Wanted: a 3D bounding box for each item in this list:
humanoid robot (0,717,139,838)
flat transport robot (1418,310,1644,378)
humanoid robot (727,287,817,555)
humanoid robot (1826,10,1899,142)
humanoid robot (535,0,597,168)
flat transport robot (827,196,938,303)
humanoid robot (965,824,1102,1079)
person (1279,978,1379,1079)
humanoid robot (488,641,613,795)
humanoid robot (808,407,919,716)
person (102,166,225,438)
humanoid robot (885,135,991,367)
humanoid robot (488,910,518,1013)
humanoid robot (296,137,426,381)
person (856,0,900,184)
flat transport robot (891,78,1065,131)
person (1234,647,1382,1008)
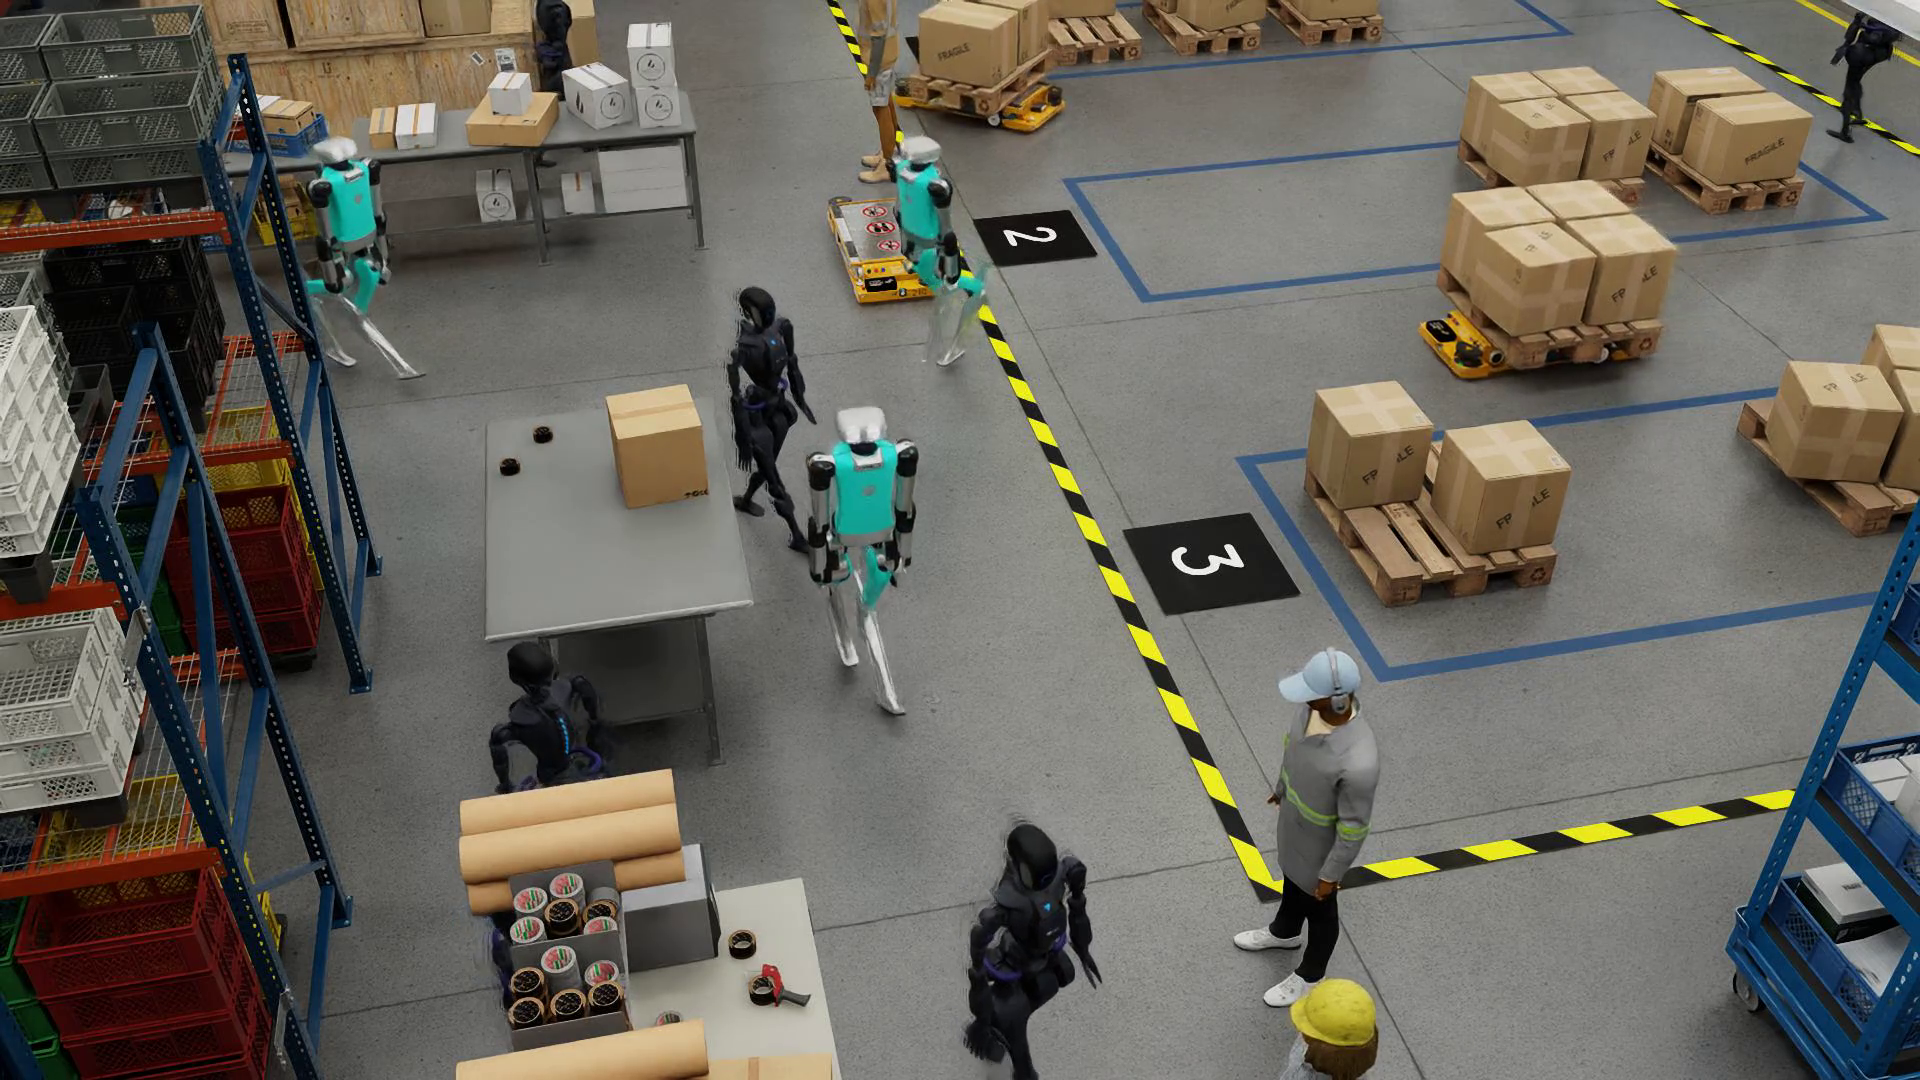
[{"bbox_3d":[-4.216,0.692,7.406,0.968,1.767,0.557,-1,37,-2],"label":"humanoid robot"},{"bbox_3d":[3.969,-1.434,11.458,1.431,0.197,0.652,-8,37,-10],"label":"flat transport robot"},{"bbox_3d":[-1.075,-0.706,9.370,0.788,1.630,0.583,22,42,27],"label":"humanoid robot"},{"bbox_3d":[7.669,-4.191,14.011,0.615,1.644,0.358,-15,39,-20],"label":"humanoid robot"},{"bbox_3d":[-3.298,-3.879,13.624,0.768,1.627,0.616,-16,40,-20],"label":"humanoid robot"},{"bbox_3d":[-0.570,-2.220,12.538,0.659,0.231,1.431,-8,37,-10],"label":"flat transport robot"},{"bbox_3d":[0.249,1.623,6.250,0.603,1.640,0.801,-25,43,-30],"label":"humanoid robot"},{"bbox_3d":[1.154,2.054,5.555,0.293,1.746,0.485,-1,37,-1],"label":"person"},{"bbox_3d":[-1.712,1.063,6.960,0.616,1.643,0.601,25,44,30],"label":"humanoid robot"},{"bbox_3d":[-0.517,0.041,8.274,0.555,1.753,0.992,-11,38,-15],"label":"humanoid robot"},{"bbox_3d":[-4.930,-1.476,10.230,0.505,1.836,0.332,27,44,31],"label":"person"},{"bbox_3d":[-0.066,-1.836,10.818,0.811,1.797,0.565,-29,46,-33],"label":"humanoid robot"},{"bbox_3d":[-1.555,1.626,6.189,0.335,1.646,0.591,-14,39,-18],"label":"humanoid robot"},{"bbox_3d":[-4.014,-1.795,10.756,1.041,1.741,0.548,19,41,24],"label":"humanoid robot"},{"bbox_3d":[-0.676,-3.846,13.241,0.383,2.041,0.605,3,37,4],"label":"person"},{"bbox_3d":[0.159,-3.983,14.884,1.431,0.197,0.652,17,40,22],"label":"flat transport robot"},{"bbox_3d":[1.393,1.149,6.687,0.397,1.847,0.587,-8,37,-10],"label":"person"}]
